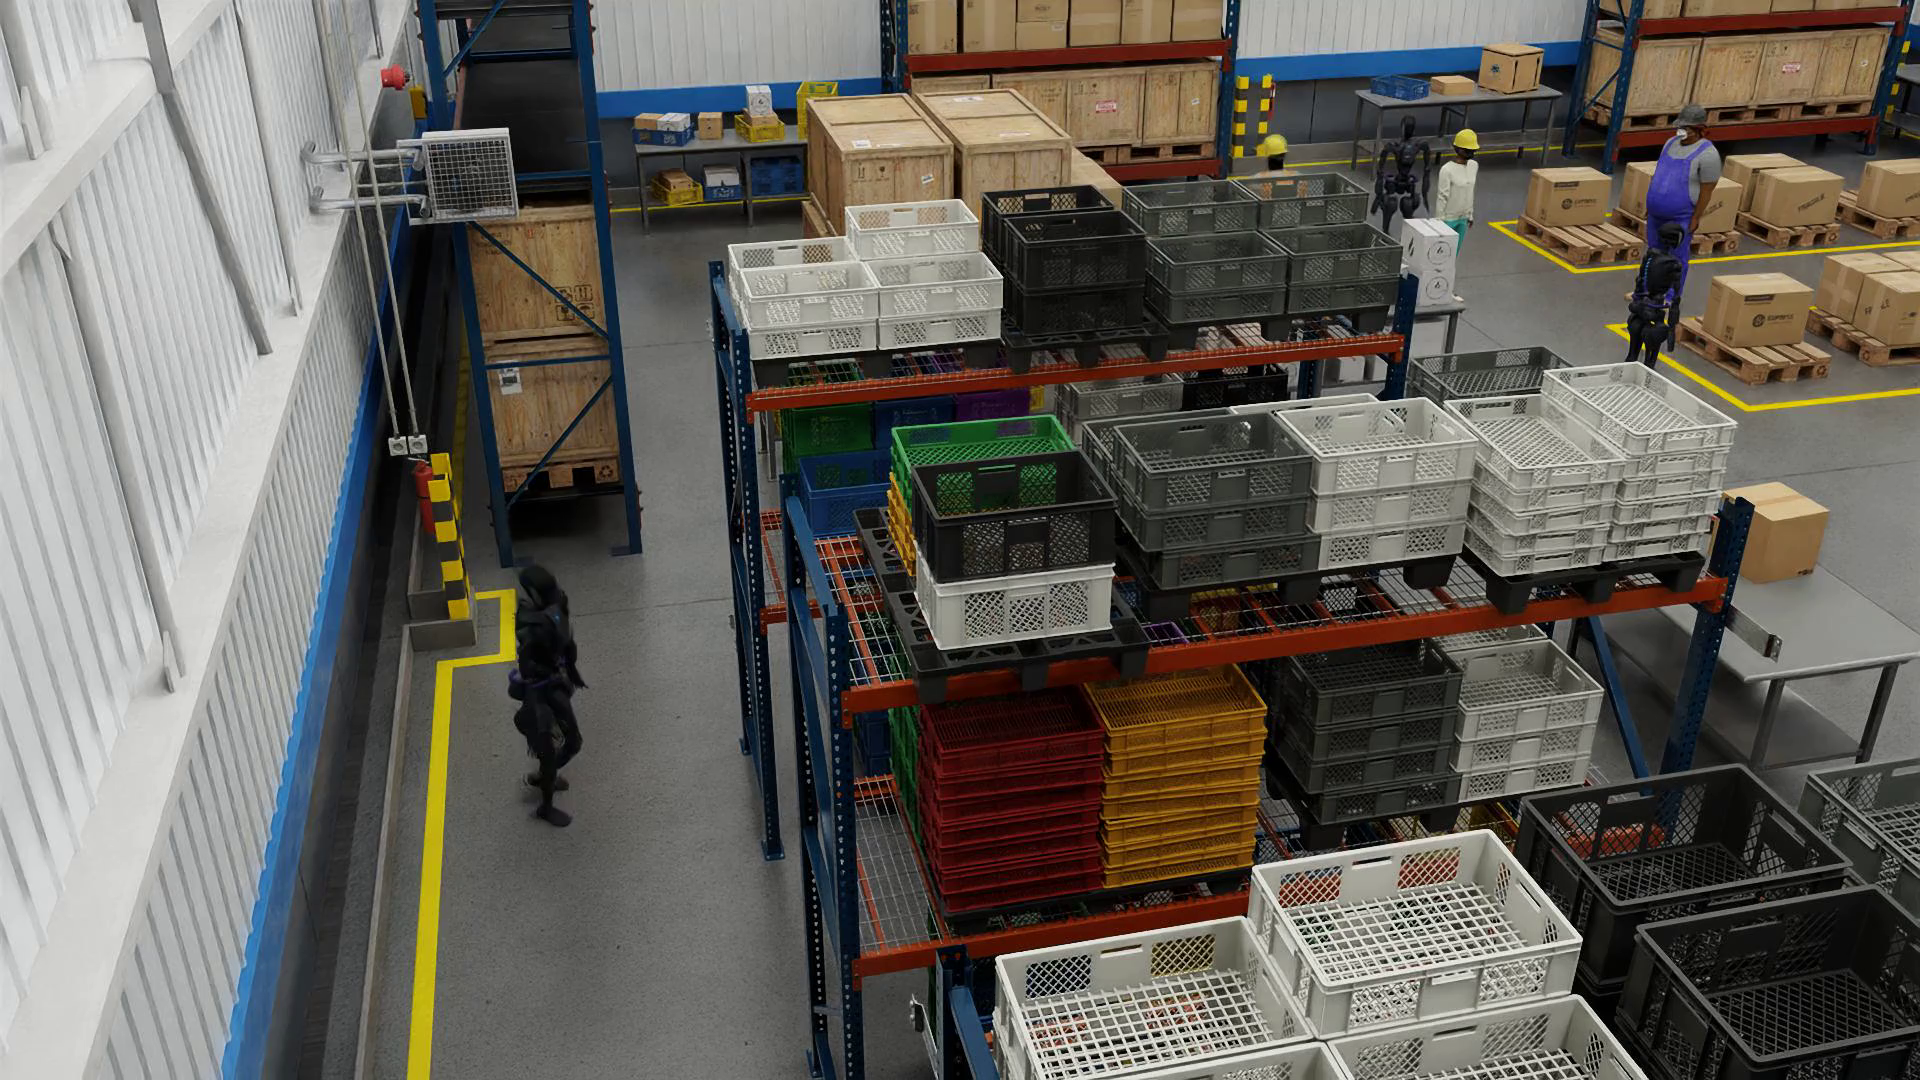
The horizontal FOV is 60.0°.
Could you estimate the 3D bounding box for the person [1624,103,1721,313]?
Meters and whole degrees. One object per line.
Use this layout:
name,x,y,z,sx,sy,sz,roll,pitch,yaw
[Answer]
person,6.994,-3.261,16.335,0.538,2.000,0.685,-12,30,-22

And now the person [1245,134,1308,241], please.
person,2.959,-2.886,15.755,0.591,1.927,0.376,0,28,1

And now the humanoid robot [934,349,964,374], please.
humanoid robot,-0.077,-0.729,11.903,0.328,1.657,0.591,6,28,11

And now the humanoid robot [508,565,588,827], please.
humanoid robot,-2.265,0.816,9.000,0.458,1.629,0.639,8,29,14

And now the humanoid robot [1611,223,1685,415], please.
humanoid robot,5.860,-1.877,14.083,0.315,1.657,0.609,-6,28,-12

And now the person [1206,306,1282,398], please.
person,2.183,-1.344,12.747,0.610,1.994,0.380,0,28,1

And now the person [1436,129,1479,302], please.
person,4.903,-3.191,16.494,0.522,1.768,0.308,-18,33,-31

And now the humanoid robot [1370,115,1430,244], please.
humanoid robot,4.600,-3.602,17.365,0.589,1.651,0.333,-1,28,-3
